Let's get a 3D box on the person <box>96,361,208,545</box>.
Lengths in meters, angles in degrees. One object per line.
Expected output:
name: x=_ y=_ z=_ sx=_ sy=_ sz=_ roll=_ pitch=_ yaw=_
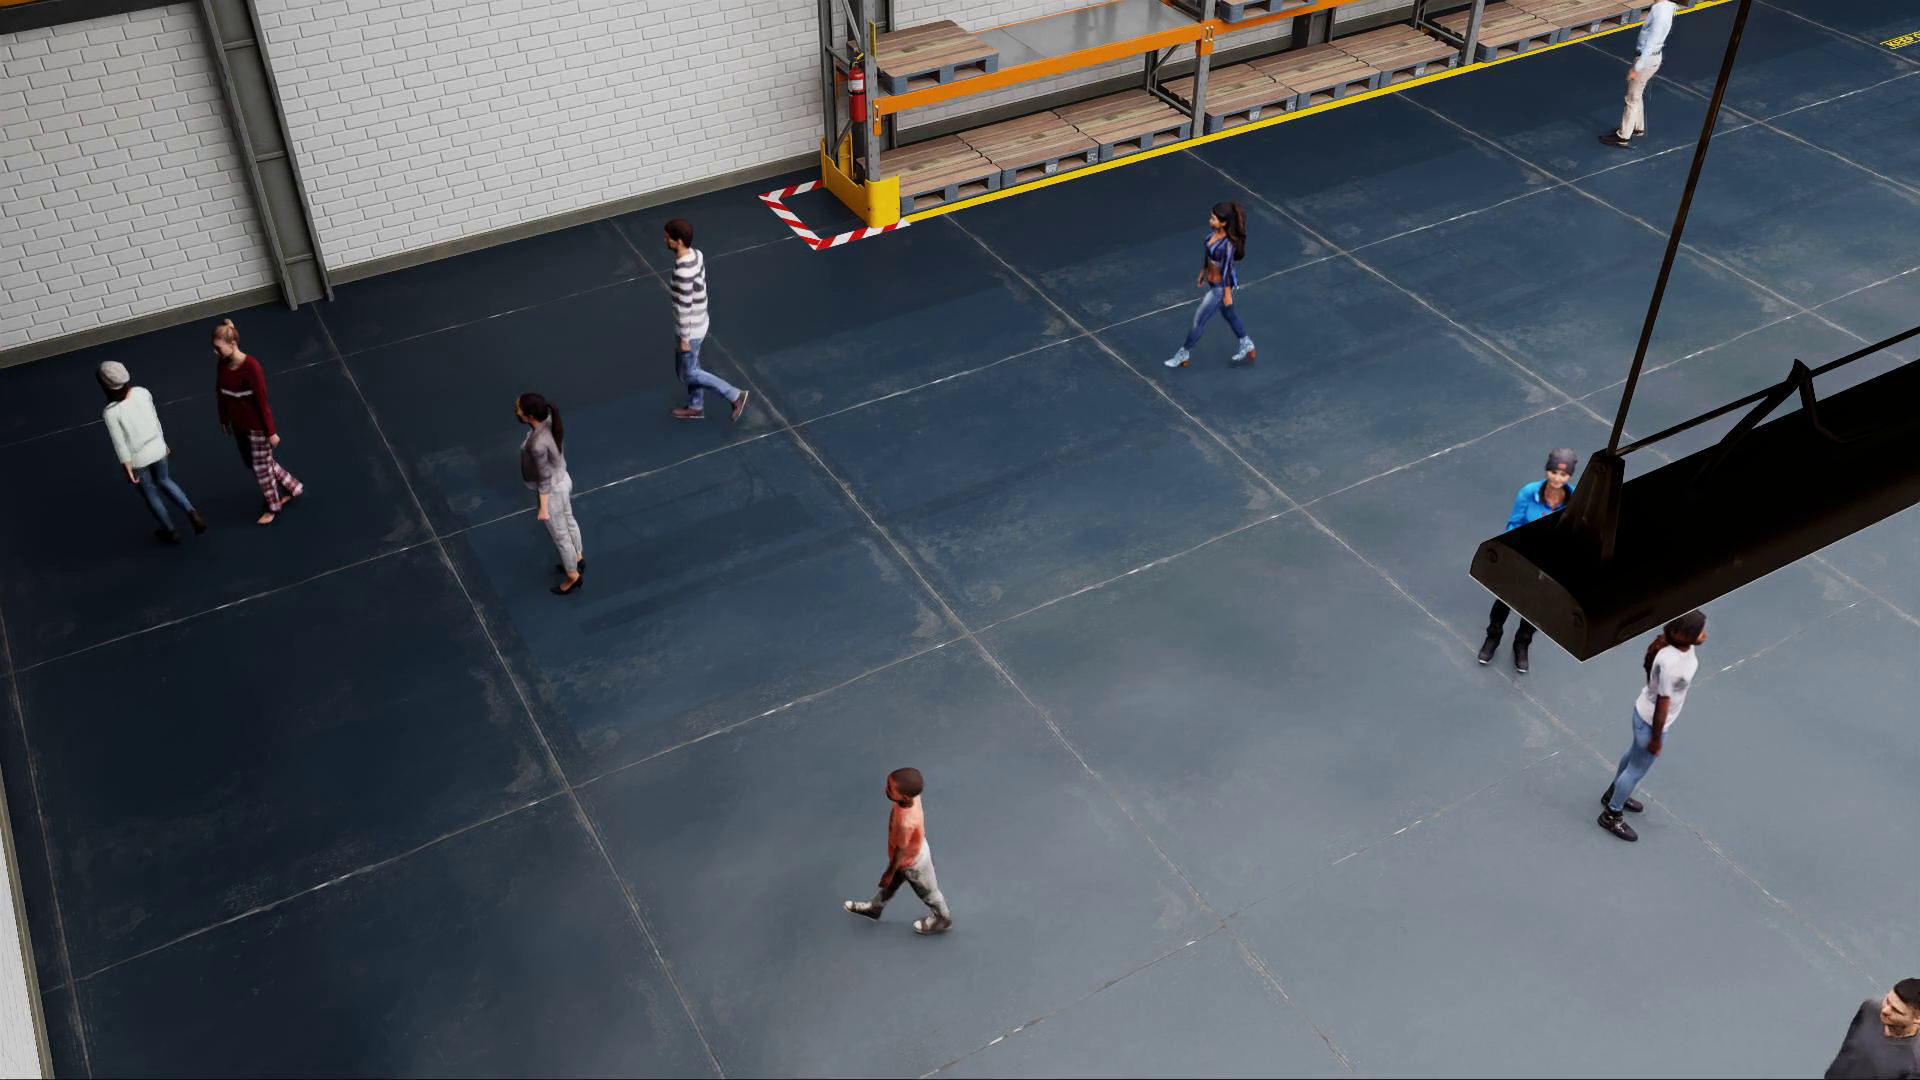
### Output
person: x=-5.931 y=-0.613 z=12.223 sx=0.848 sy=1.637 sz=0.829 roll=18 pitch=42 yaw=21

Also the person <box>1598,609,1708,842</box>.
person: x=4.192 y=1.076 z=10.042 sx=0.730 sy=1.719 sz=0.630 roll=18 pitch=42 yaw=21

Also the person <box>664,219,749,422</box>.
person: x=-2.085 y=-1.730 z=13.461 sx=1.044 sy=1.837 sz=0.921 roll=0 pitch=39 yaw=0

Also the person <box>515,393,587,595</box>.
person: x=-2.898 y=-0.339 z=11.848 sx=0.740 sy=1.677 sz=0.720 roll=0 pitch=39 yaw=1

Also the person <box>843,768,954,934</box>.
person: x=-0.217 y=1.801 z=9.485 sx=0.932 sy=1.281 sz=0.749 roll=-1 pitch=39 yaw=-2

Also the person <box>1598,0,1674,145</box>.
person: x=7.295 y=-5.068 z=17.640 sx=0.877 sy=1.838 sz=0.808 roll=16 pitch=41 yaw=19

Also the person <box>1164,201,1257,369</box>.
person: x=2.286 y=-2.153 z=14.203 sx=1.142 sy=1.573 sz=0.907 roll=-4 pitch=39 yaw=-5

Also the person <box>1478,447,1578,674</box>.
person: x=3.860 y=0.127 z=11.169 sx=0.684 sy=1.795 sz=0.724 roll=13 pitch=40 yaw=16

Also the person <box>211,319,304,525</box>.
person: x=-5.326 y=-0.906 z=12.539 sx=0.791 sy=1.701 sz=0.843 roll=22 pitch=43 yaw=25
